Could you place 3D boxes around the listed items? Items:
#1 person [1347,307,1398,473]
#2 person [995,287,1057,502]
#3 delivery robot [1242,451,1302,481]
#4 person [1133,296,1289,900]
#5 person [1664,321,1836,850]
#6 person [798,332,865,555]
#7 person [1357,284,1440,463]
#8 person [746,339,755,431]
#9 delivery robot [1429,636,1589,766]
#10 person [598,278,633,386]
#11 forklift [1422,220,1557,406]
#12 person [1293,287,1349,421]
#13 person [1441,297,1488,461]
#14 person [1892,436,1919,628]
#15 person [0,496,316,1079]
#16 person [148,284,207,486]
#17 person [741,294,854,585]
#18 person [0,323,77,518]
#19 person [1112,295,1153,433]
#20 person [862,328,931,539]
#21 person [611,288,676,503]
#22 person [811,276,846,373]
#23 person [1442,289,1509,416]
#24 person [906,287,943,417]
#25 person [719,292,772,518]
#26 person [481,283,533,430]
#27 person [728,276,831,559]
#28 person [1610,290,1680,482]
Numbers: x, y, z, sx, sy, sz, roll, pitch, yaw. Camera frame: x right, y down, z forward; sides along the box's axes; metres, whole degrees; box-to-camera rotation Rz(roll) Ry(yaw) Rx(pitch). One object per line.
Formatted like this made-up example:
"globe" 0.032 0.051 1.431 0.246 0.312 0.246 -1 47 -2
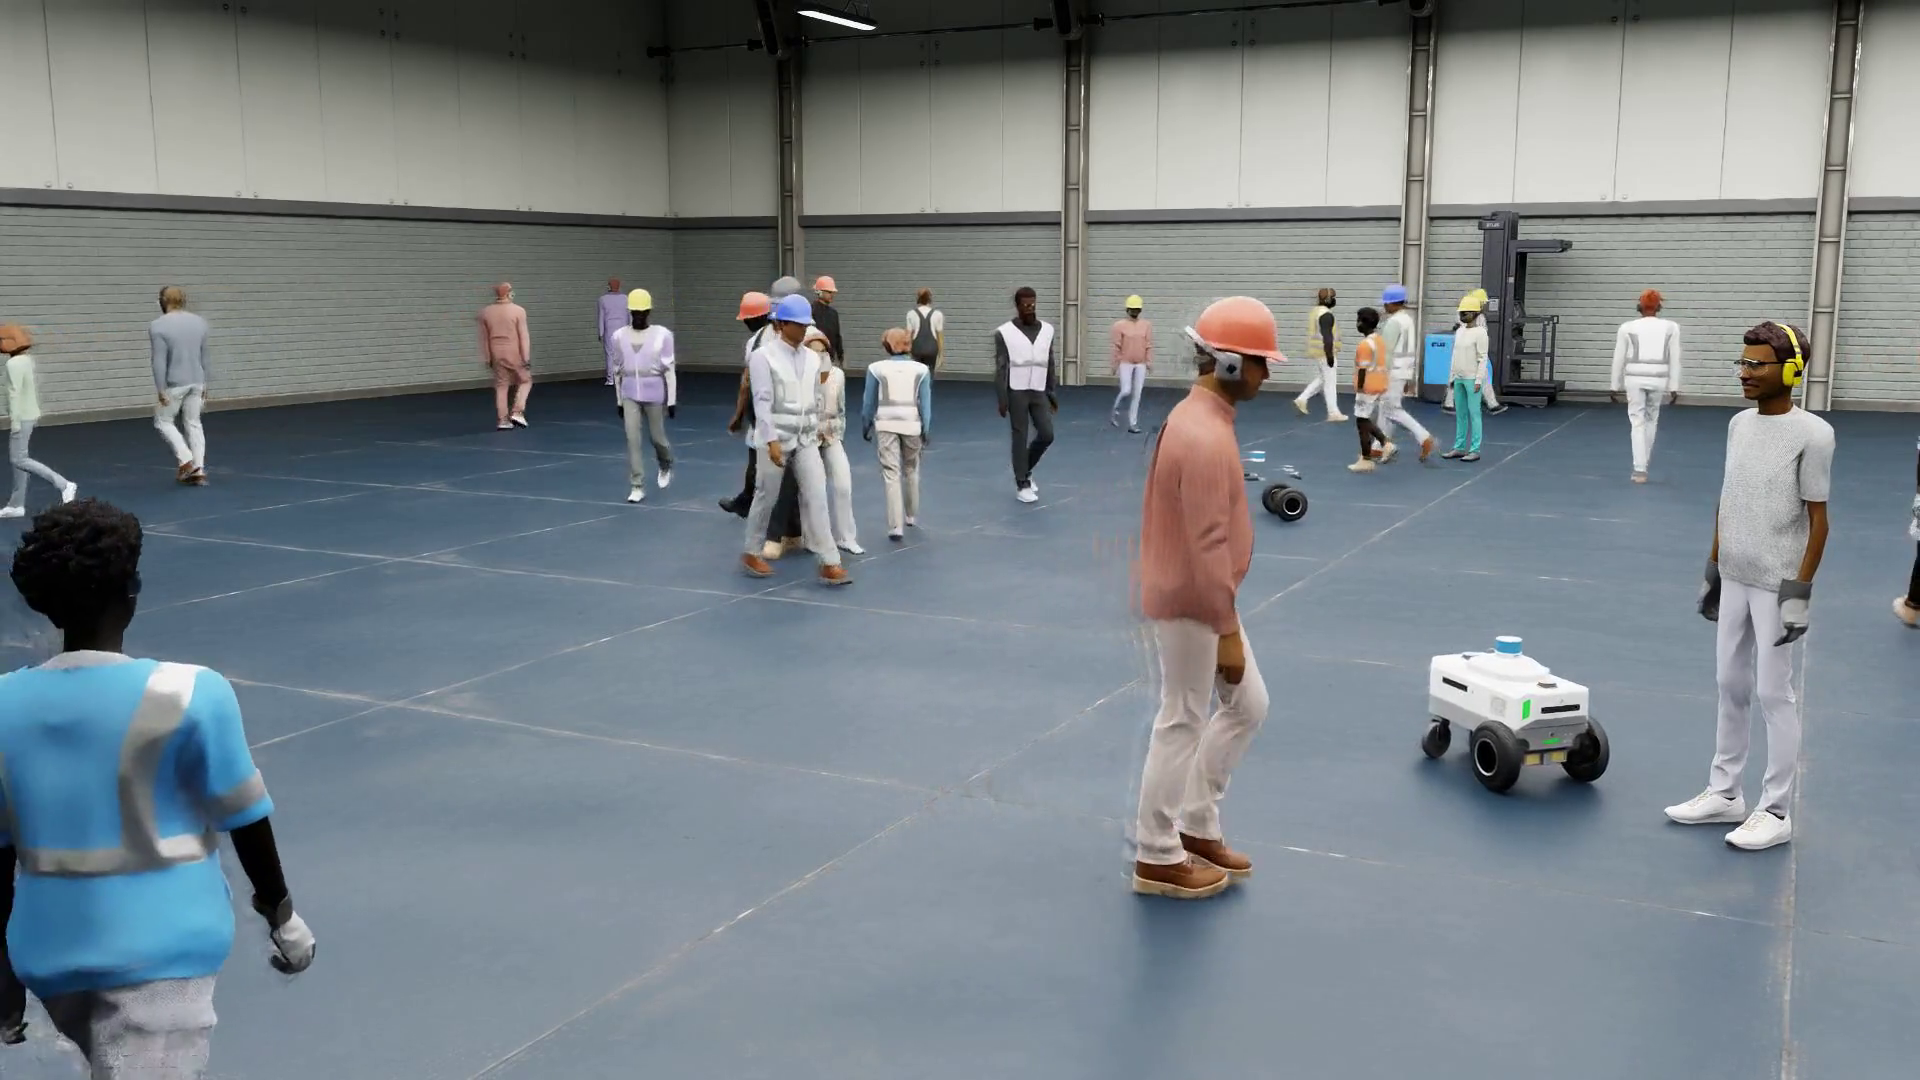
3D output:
"person" 4.170 -1.524 16.882 0.418 1.680 0.547 6 11 32
"person" 0.591 -1.303 14.854 0.629 1.905 0.434 -5 10 -28
"delivery robot" 2.490 -0.624 13.865 0.698 0.223 0.335 -1 9 -4
"person" 0.816 0.207 5.348 0.558 1.967 0.657 1 9 9
"person" 2.854 0.157 5.974 0.328 1.872 0.513 -3 10 -16
"person" -0.977 -0.676 11.882 0.507 1.613 0.650 -6 11 -32
"person" 4.661 -1.754 17.618 0.842 1.913 0.628 5 10 27
"person" -1.329 -0.935 12.795 0.626 1.842 1.016 -2 9 -11
"delivery robot" 2.258 0.641 6.876 0.477 0.478 0.707 -3 10 -17
"person" -6.139 -3.698 29.639 0.654 1.905 0.408 -4 10 -24
"forklift" 8.245 -3.527 25.720 1.873 2.768 1.129 5 10 27
"person" 4.991 -2.551 22.806 0.677 1.827 0.647 0 9 0
"person" 5.498 -1.748 18.043 0.312 1.769 0.525 -3 10 -20
"person" 5.513 -0.263 9.183 0.553 1.651 0.835 2 9 12
"person" -1.530 0.746 3.011 0.530 1.650 0.915 2 9 13
"person" -7.445 -1.468 15.856 0.430 1.925 0.636 5 10 28
"person" -1.131 -0.660 10.952 0.615 1.902 0.968 -8 12 -41
"person" -7.782 -0.995 13.860 0.635 1.618 0.519 -3 10 -18
"person" 2.186 -2.243 21.163 0.523 1.748 0.438 -3 10 -18
"person" -0.502 -0.840 12.952 0.510 1.598 0.814 -2 9 -14
"person" -2.841 -1.327 15.067 0.591 1.898 0.837 1 9 5
"person" -1.587 -2.193 20.129 0.627 1.973 0.653 5 10 29
"person" 7.311 -2.656 23.588 0.944 1.779 0.623 7 12 39
"person" -0.475 -2.537 22.737 0.508 1.832 0.479 -1 9 -5
"person" -1.547 -1.077 13.569 0.972 1.871 0.584 7 12 37
"person" -5.824 -2.373 21.514 0.676 1.889 0.504 3 10 16
"person" -1.324 -0.888 12.024 0.568 2.000 0.777 -9 13 -43
"person" 6.713 -1.527 16.403 0.606 1.850 0.869 1 9 7
